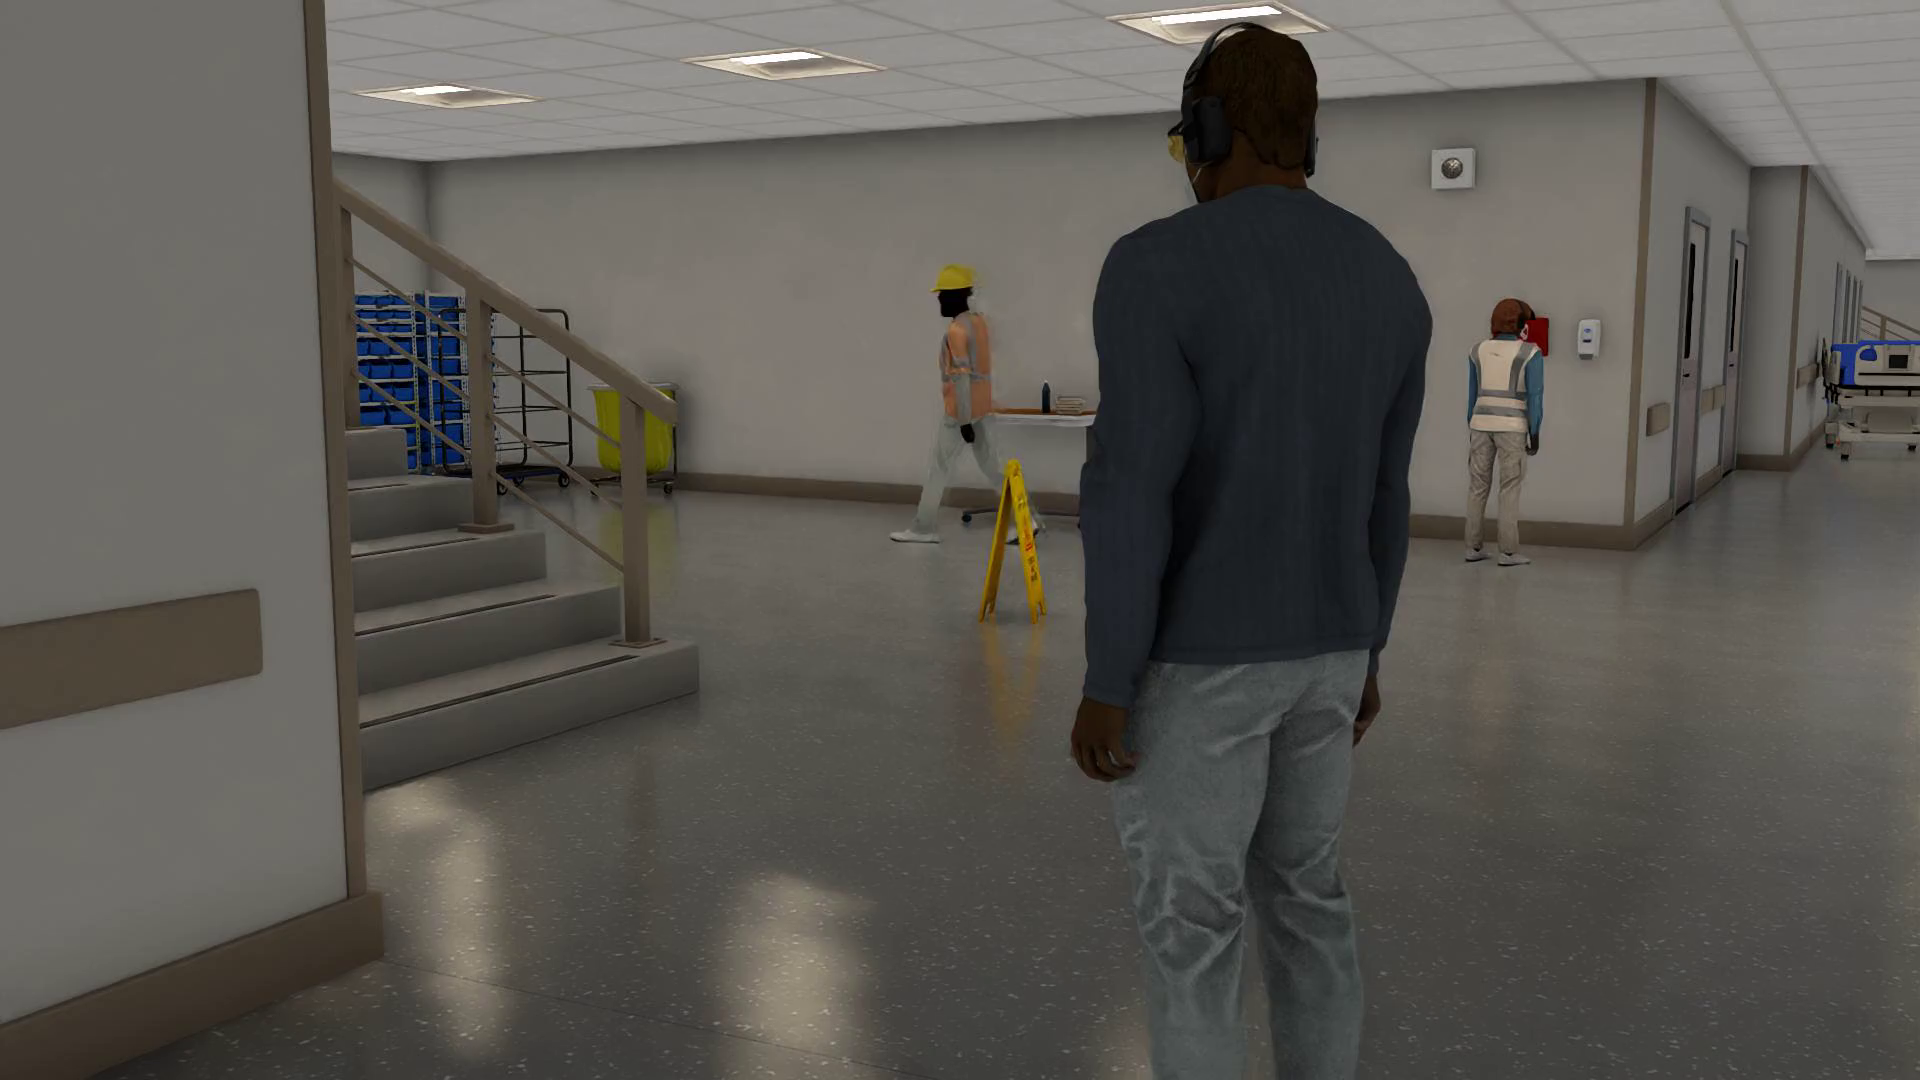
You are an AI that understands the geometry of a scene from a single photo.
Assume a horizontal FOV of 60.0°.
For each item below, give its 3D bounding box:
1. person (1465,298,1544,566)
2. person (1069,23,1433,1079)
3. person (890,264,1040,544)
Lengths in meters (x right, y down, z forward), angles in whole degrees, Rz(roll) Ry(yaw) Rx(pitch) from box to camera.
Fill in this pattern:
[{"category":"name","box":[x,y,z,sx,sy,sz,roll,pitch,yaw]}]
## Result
[{"category":"person","box":[3.319,-0.656,10.175,0.318,1.628,0.509,-6,10,-40]},{"category":"person","box":[0.444,0.188,2.565,0.636,1.928,0.381,-5,9,-35]},{"category":"person","box":[0.065,-0.892,11.064,1.000,1.881,0.587,3,8,20]}]
